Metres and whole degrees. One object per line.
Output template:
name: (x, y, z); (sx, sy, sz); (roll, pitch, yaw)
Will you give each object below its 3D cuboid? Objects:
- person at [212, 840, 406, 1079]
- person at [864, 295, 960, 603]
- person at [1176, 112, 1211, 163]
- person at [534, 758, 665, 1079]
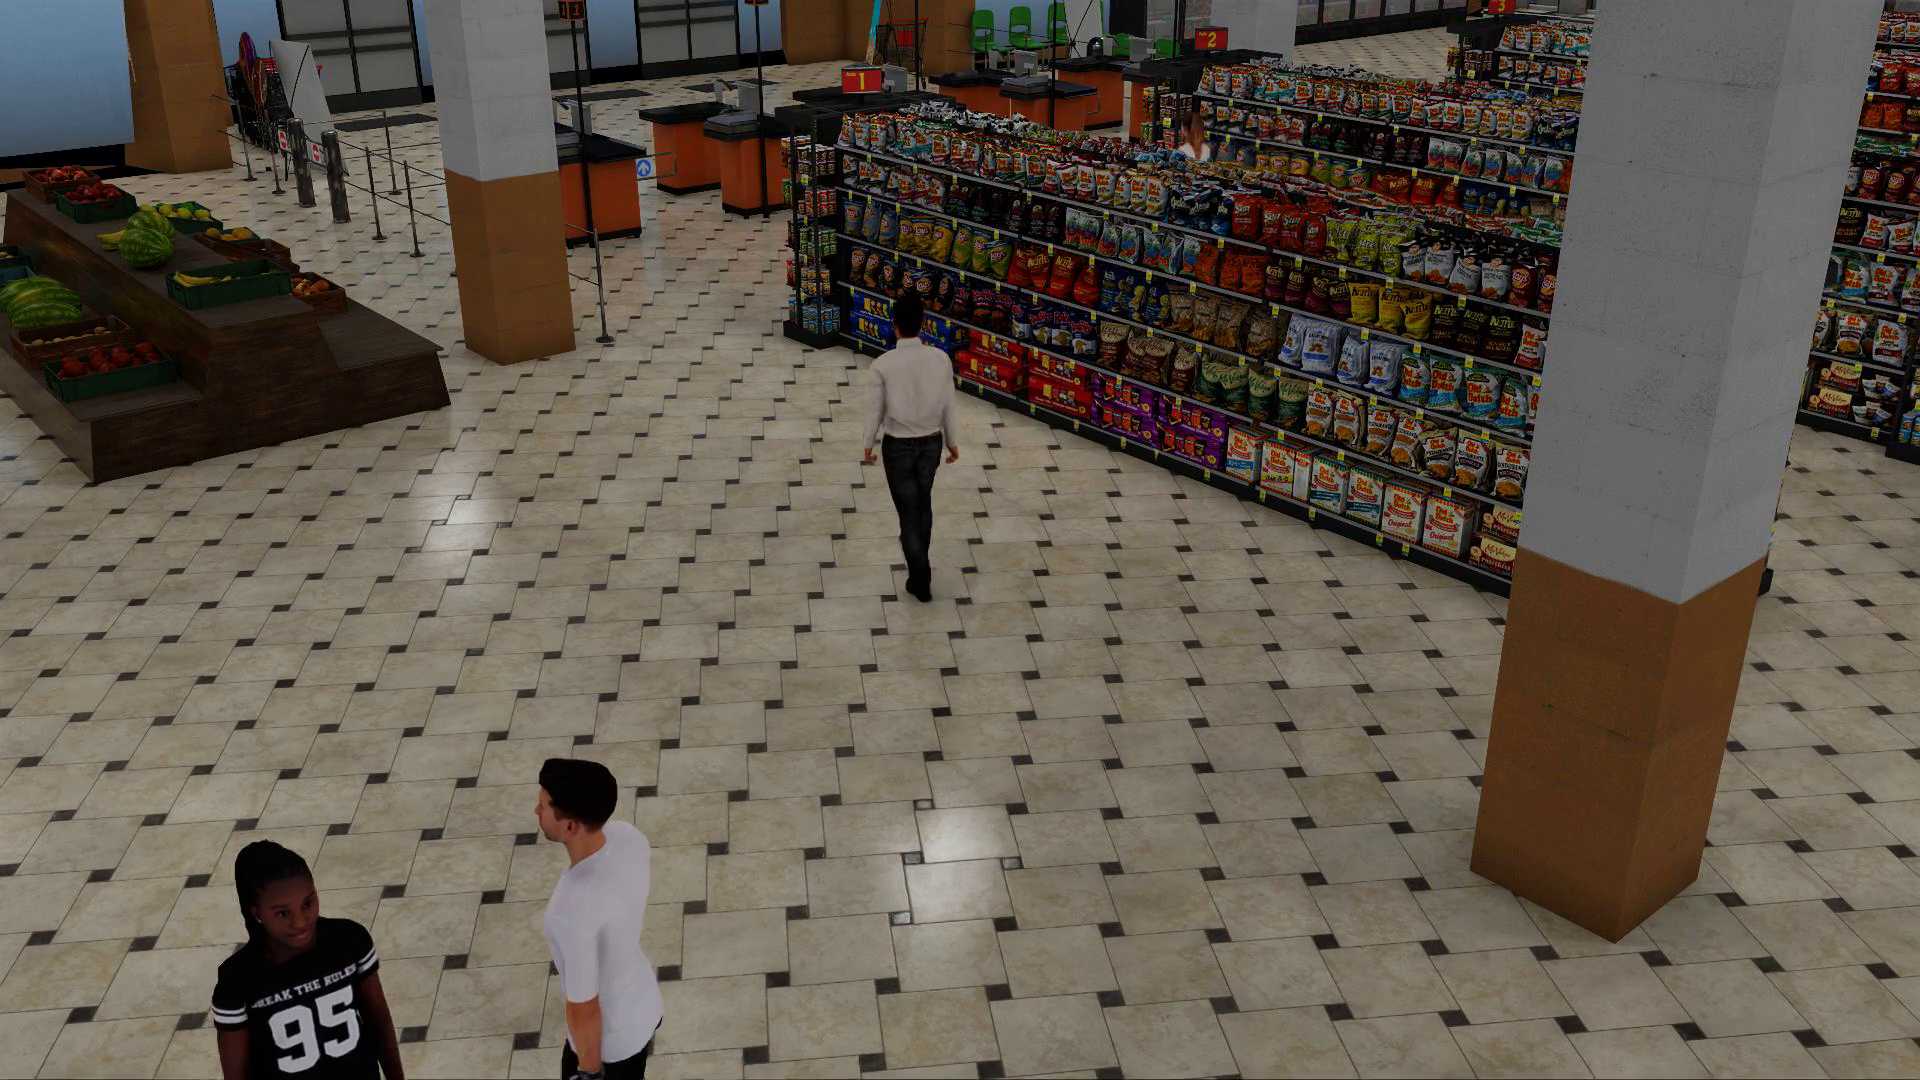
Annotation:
person: (-1.888, 1.619, 4.816); (0.643, 1.724, 0.647); (-21, 31, -40)
person: (-0.246, -0.481, 9.527); (0.834, 1.797, 0.879); (-8, 25, -17)
person: (2.229, -3.166, 15.785); (0.656, 1.698, 0.826); (-18, 29, -35)
person: (-0.977, 1.461, 5.043); (1.092, 1.833, 0.992); (5, 24, 11)
